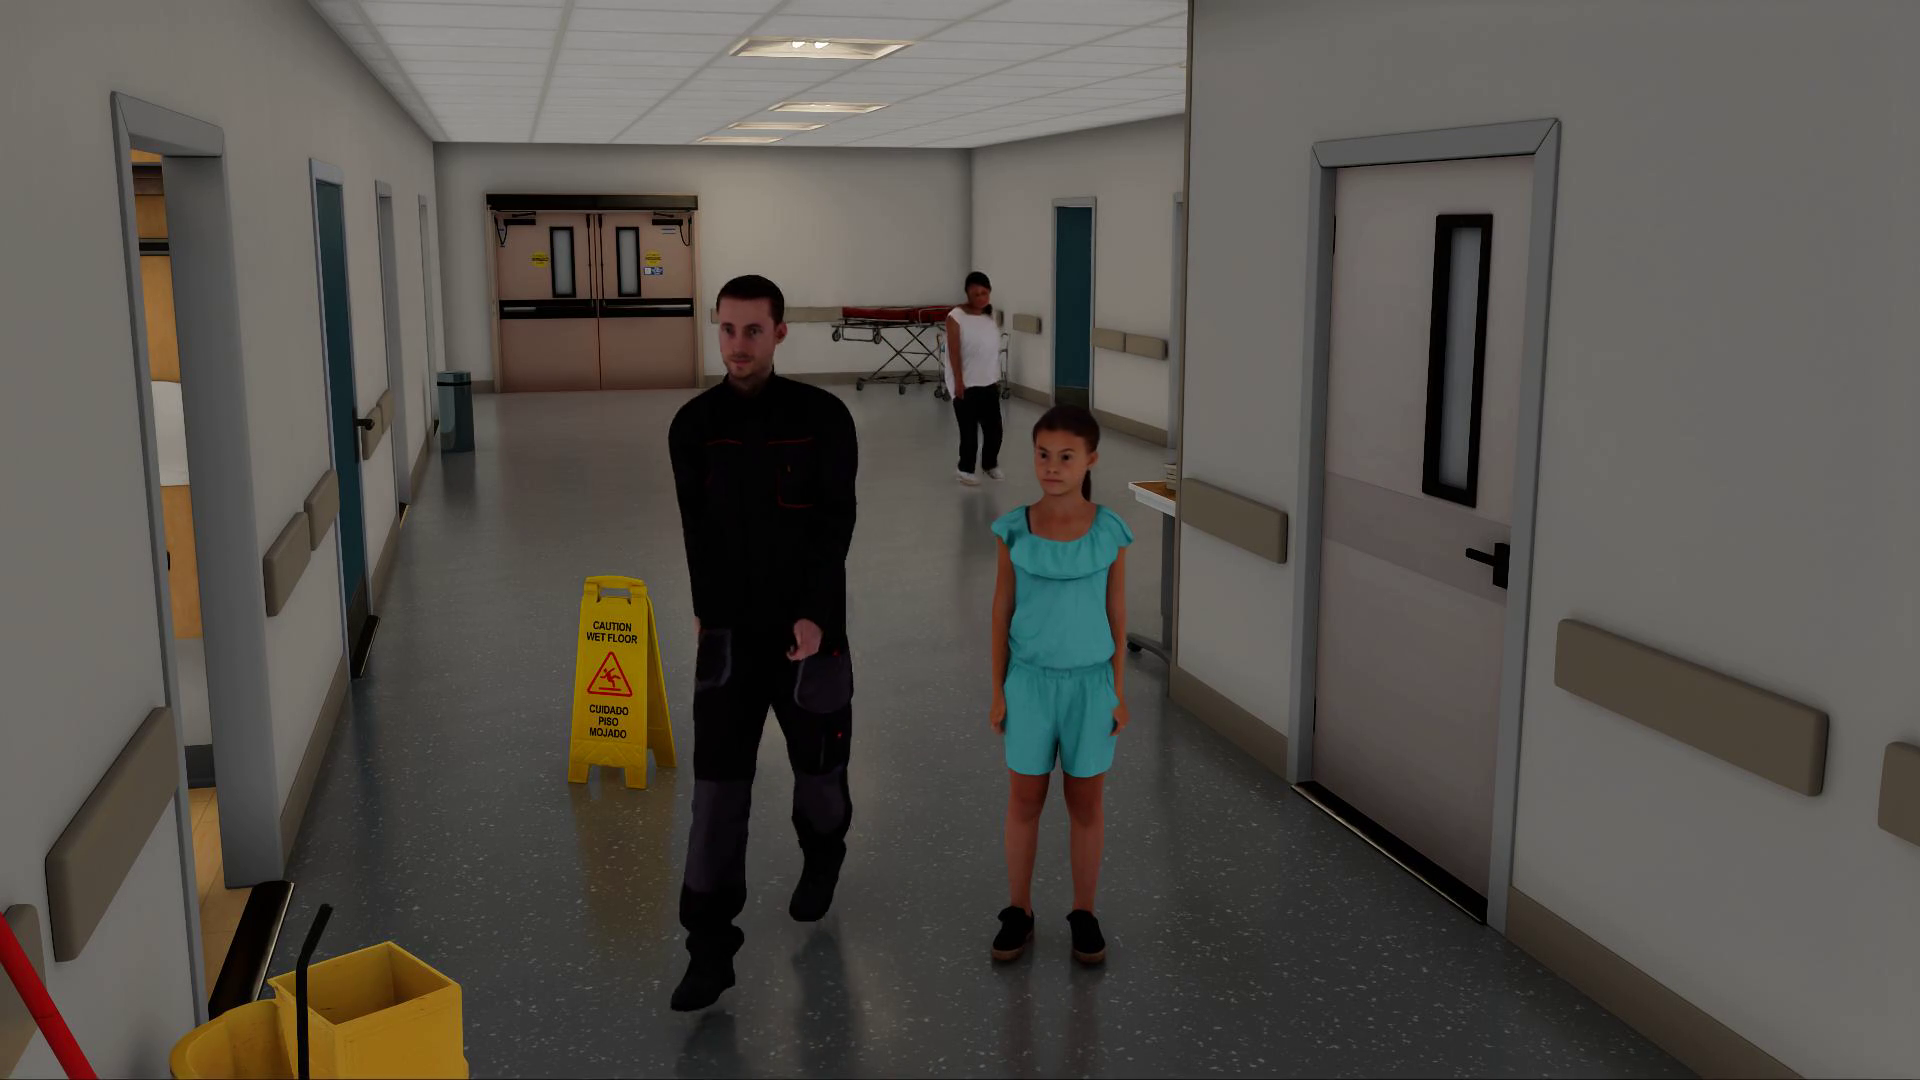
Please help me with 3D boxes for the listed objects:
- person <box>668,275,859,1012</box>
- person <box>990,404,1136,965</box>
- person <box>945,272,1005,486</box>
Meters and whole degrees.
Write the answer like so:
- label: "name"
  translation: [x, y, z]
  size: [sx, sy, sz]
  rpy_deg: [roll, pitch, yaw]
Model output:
- label: "person"
  translation: [-0.483, 0.249, 4.565]
  size: [0.975, 1.862, 1.288]
  rpy_deg: [1, 11, 7]
- label: "person"
  translation: [0.279, 0.396, 4.603]
  size: [0.616, 1.558, 0.623]
  rpy_deg: [1, 11, 6]
- label: "person"
  translation: [0.113, -1.250, 13.009]
  size: [0.813, 1.658, 0.806]
  rpy_deg: [9, 14, 39]
